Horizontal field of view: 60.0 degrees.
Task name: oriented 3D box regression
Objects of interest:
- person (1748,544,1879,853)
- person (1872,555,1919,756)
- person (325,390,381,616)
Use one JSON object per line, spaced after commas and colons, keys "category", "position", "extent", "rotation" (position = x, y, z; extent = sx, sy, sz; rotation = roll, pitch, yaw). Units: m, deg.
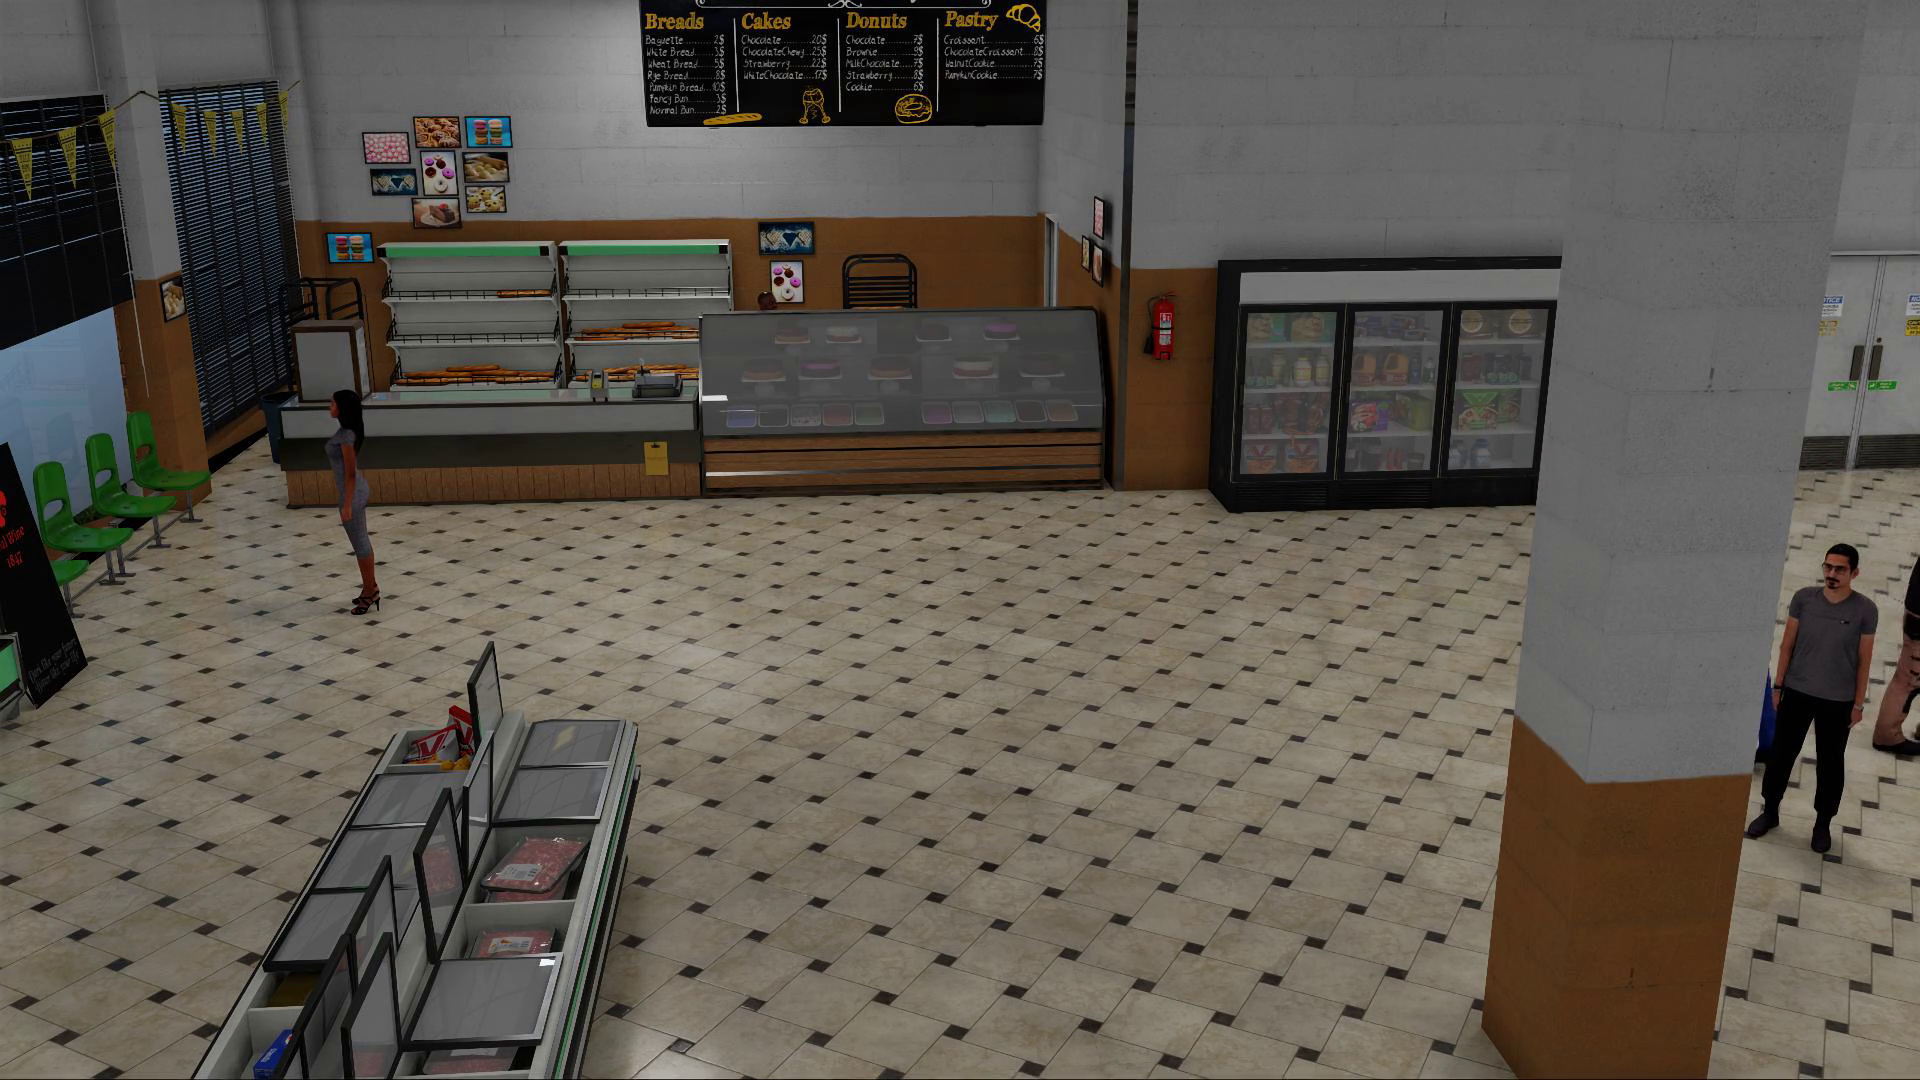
{"category": "person", "position": [4.792, 0.853, 9.271], "extent": [0.693, 1.754, 0.744], "rotation": [12, 21, 35]}
{"category": "person", "position": [5.995, 0.470, 10.418], "extent": [0.945, 1.822, 0.882], "rotation": [9, 19, 28]}
{"category": "person", "position": [-4.744, -0.305, 13.040], "extent": [0.672, 1.781, 0.499], "rotation": [-4, 17, -13]}
